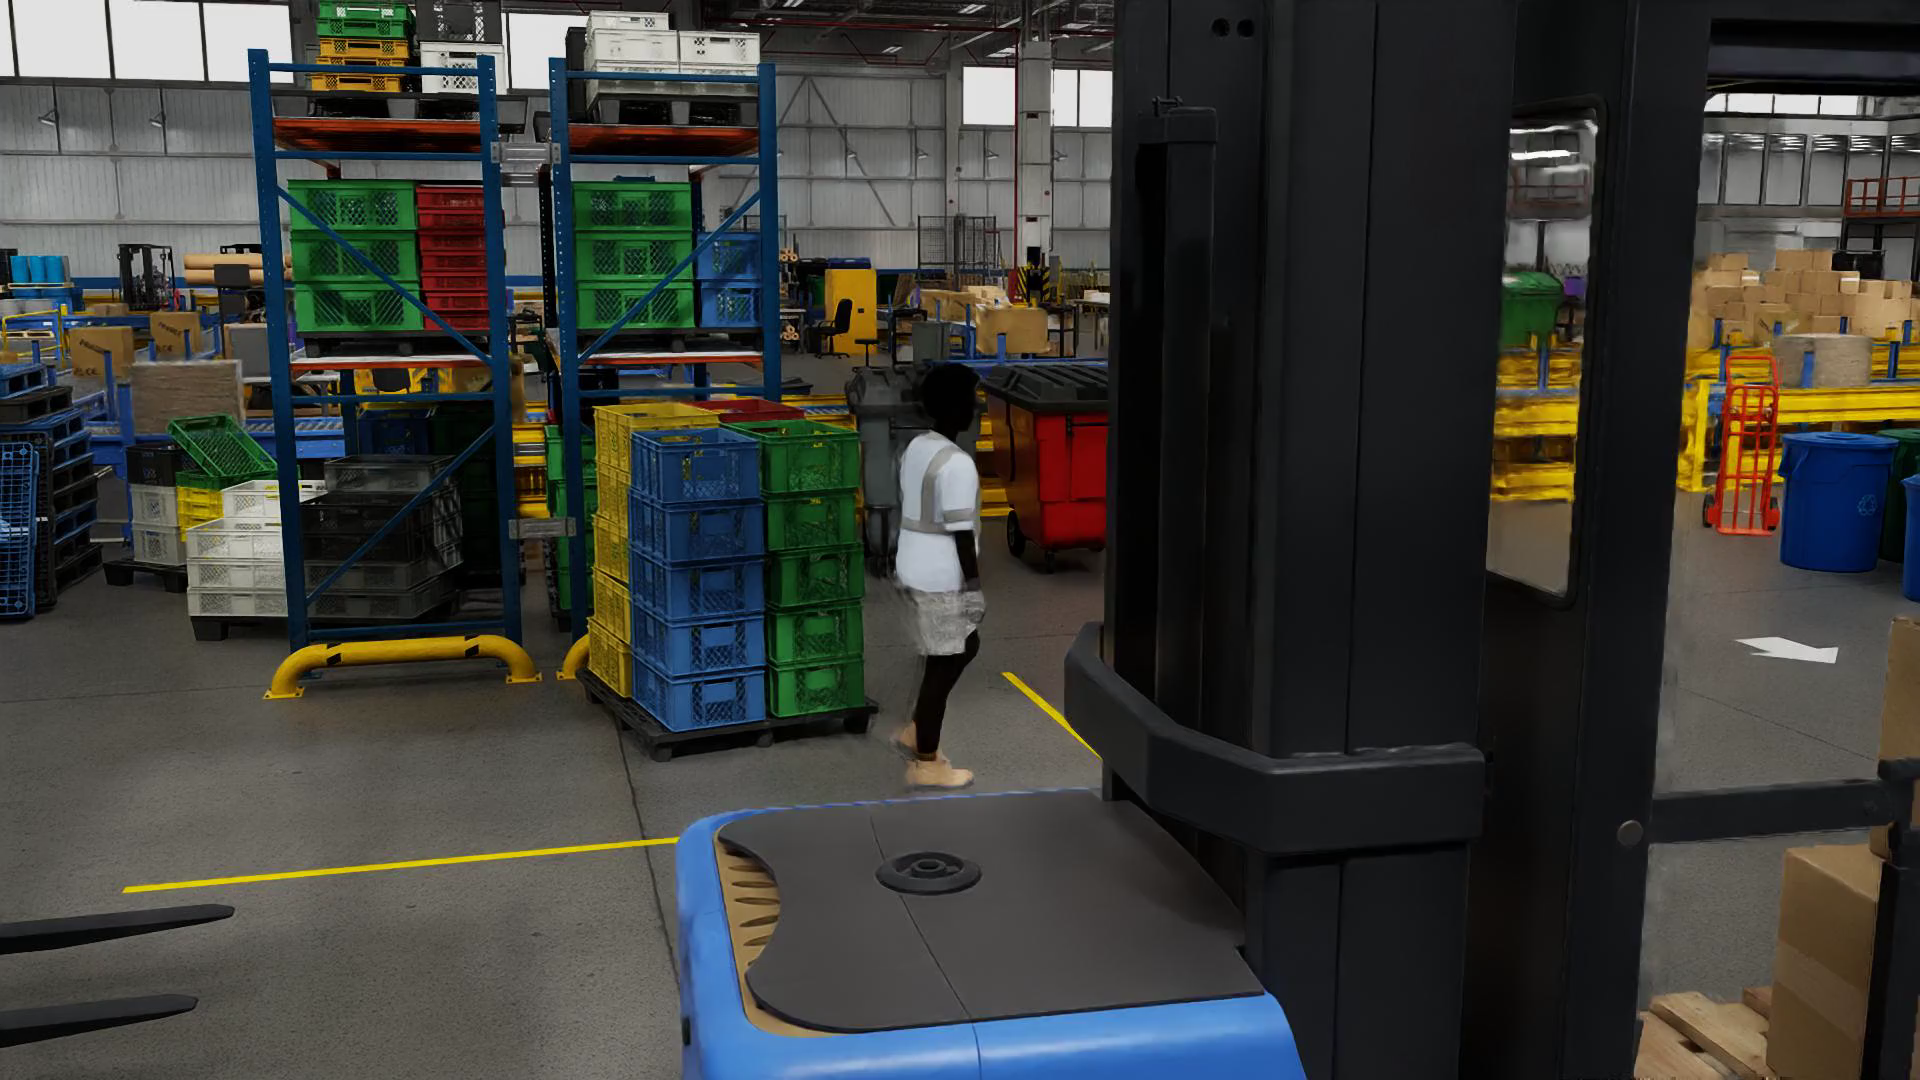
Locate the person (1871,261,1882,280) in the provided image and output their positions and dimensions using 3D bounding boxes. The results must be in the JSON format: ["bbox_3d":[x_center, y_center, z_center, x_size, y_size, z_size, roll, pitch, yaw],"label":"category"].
[{"bbox_3d":[23.179,-6.179,42.097,0.319,1.767,0.534,7,12,34],"label":"person"}]

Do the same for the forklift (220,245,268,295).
[{"bbox_3d":[-17.749,-6.334,41.440,1.157,1.987,2.680,-3,10,-17],"label":"forklift"}]

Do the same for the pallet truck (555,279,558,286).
[{"bbox_3d":[-10.604,-6.375,44.520,0.653,1.274,1.630,-3,10,-15],"label":"pallet truck"}]

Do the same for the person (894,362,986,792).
[{"bbox_3d":[-0.051,0.152,6.459,0.386,1.680,0.551,-3,11,-18],"label":"person"}]

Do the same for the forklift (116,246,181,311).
[{"bbox_3d":[-19.966,-6.232,40.894,1.157,1.987,2.680,-3,10,-15],"label":"forklift"}]
